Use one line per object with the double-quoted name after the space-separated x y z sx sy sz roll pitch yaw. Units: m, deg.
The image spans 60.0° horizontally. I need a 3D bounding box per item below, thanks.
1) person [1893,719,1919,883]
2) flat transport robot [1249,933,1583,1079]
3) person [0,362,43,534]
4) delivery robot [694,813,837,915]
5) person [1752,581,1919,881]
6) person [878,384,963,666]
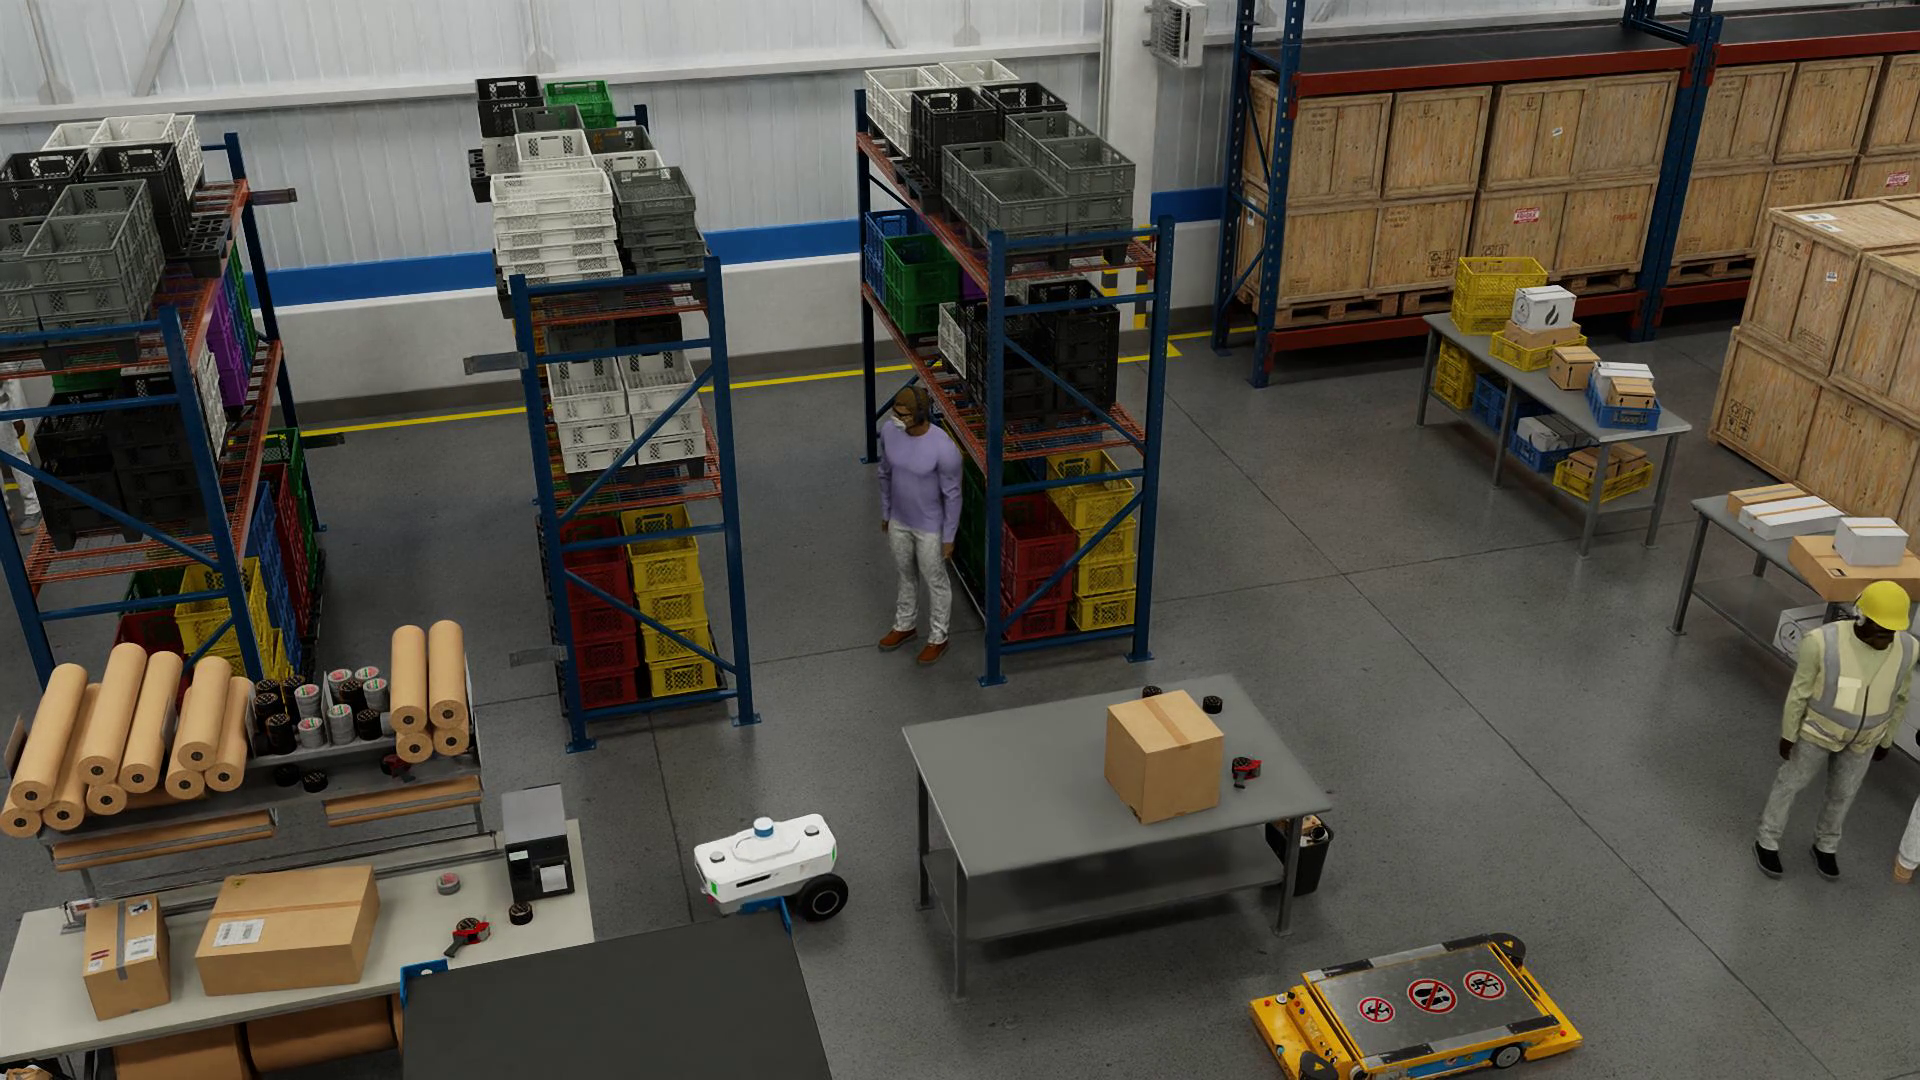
5.289 1.053 8.597 0.634 1.842 0.429 23 36 36 "person"
2.184 2.282 7.980 1.431 0.197 0.652 -8 30 -14 "flat transport robot"
-7.130 -0.925 12.153 0.582 1.882 0.338 2 29 4 "person"
-1.017 1.674 8.701 0.707 0.478 0.477 -12 31 -21 "delivery robot"
4.616 0.998 8.722 0.599 1.824 0.403 3 29 6 "person"
-0.262 -0.103 10.606 0.629 1.937 0.378 22 36 34 "person"
